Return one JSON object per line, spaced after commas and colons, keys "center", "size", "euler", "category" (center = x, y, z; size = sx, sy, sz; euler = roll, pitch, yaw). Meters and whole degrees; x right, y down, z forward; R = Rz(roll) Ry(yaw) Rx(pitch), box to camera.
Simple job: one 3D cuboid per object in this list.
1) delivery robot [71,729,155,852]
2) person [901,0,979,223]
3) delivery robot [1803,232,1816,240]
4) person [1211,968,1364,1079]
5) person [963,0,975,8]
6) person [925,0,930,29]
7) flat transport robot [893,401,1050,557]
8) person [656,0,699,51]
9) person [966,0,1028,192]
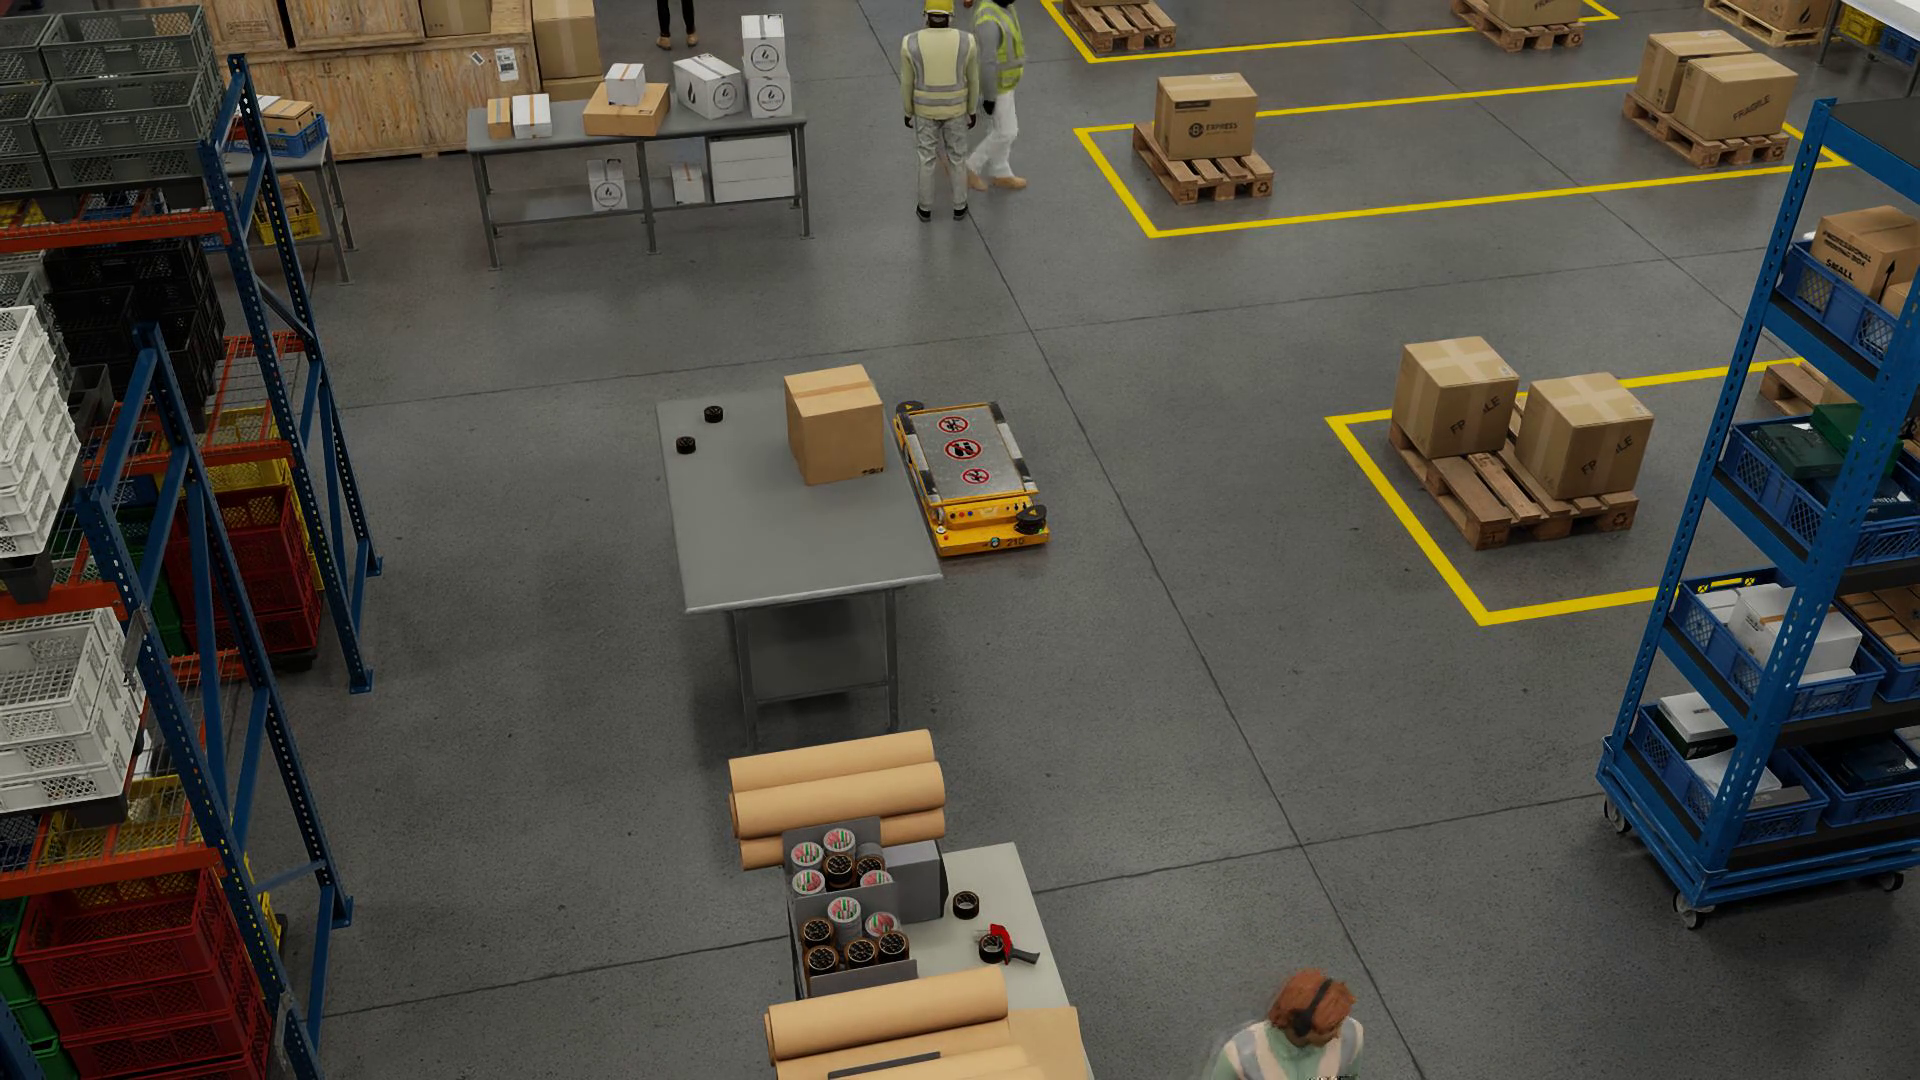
{"center": [-3.970, 1.145, 7.679], "size": [0.477, 0.478, 0.707], "euler": [-7, 37, -9], "category": "delivery robot"}
{"center": [-0.151, -3.310, 12.680], "size": [0.590, 1.833, 0.403], "euler": [-2, 37, -2], "category": "person"}
{"center": [6.474, -2.126, 12.076], "size": [0.707, 0.478, 0.477], "euler": [-12, 38, -16], "category": "delivery robot"}
{"center": [1.031, 2.039, 5.676], "size": [0.630, 1.610, 0.319], "euler": [-7, 37, -9], "category": "person"}
{"center": [0.265, -6.291, 16.656], "size": [0.521, 1.873, 0.335], "euler": [0, 37, 0], "category": "person"}
{"center": [-0.158, -5.567, 15.657], "size": [0.406, 1.903, 0.639], "euler": [-5, 37, -7], "category": "person"}
{"center": [0.046, -0.430, 10.108], "size": [0.652, 0.197, 1.431], "euler": [-8, 37, -10], "category": "flat transport robot"}
{"center": [-2.793, -5.496, 15.737], "size": [0.635, 1.691, 0.320], "euler": [-11, 38, -14], "category": "person"}
{"center": [0.295, -3.602, 13.081], "size": [0.442, 1.831, 0.646], "euler": [5, 37, 7], "category": "person"}
